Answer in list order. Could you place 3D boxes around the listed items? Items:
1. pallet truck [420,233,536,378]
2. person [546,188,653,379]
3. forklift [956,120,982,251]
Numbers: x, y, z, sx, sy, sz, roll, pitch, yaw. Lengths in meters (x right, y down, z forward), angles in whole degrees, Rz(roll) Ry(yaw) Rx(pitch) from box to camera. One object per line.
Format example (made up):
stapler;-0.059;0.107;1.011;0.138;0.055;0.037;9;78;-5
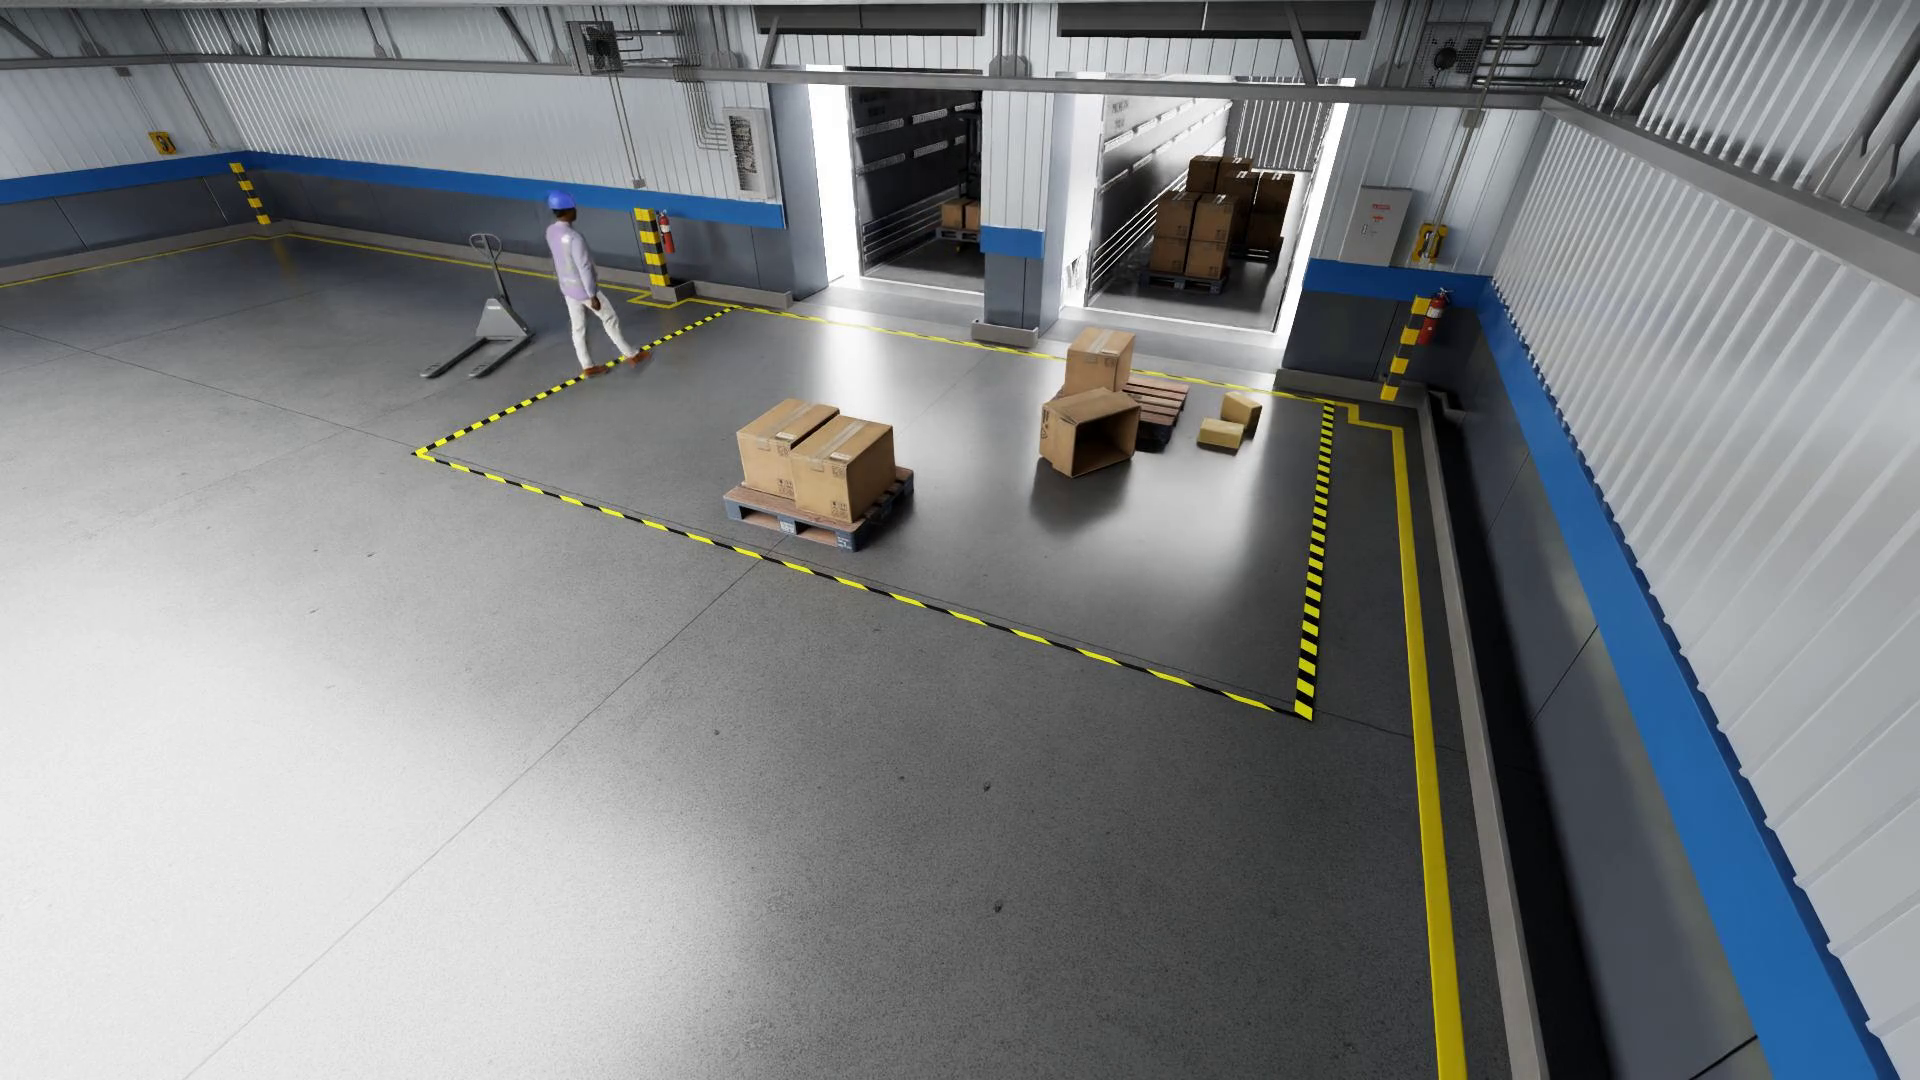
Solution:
pallet truck;-5.664;-2.712;8.427;0.680;1.201;1.601;0;35;-1
person;-3.930;-2.742;7.875;0.636;1.922;0.789;22;41;27
forklift;0.630;-6.114;12.511;0.716;2.013;0.776;14;38;19
